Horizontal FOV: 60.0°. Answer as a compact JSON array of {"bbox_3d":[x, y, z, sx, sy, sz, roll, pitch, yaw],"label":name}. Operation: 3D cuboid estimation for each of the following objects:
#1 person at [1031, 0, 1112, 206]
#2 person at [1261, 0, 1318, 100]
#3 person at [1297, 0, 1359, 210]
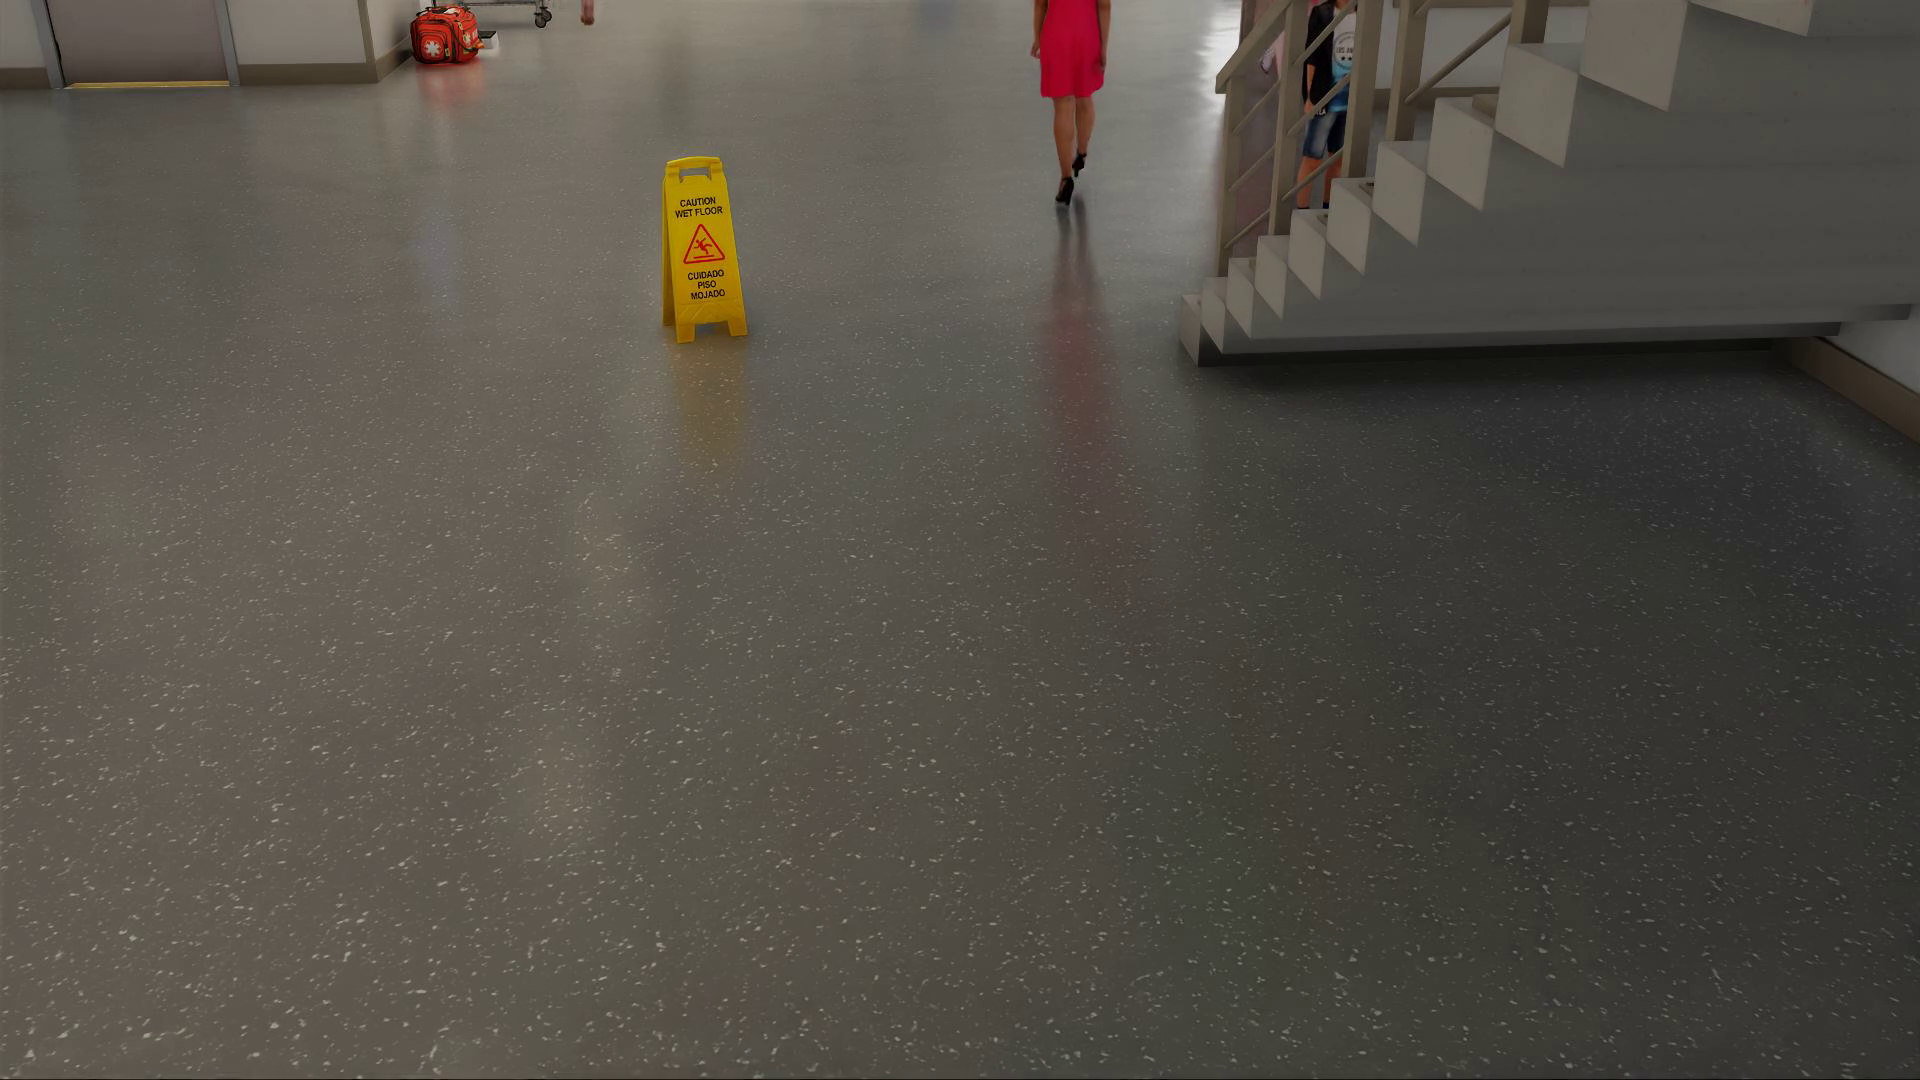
[{"bbox_3d":[0.625,-2.735,9.319,0.618,1.696,0.989,-1,26,-3],"label":"person"},{"bbox_3d":[2.386,-4.102,12.028,0.742,1.805,1.000,-7,27,-15],"label":"person"},{"bbox_3d":[1.975,-2.345,8.798,0.606,1.446,0.618,-13,29,-25],"label":"person"}]
